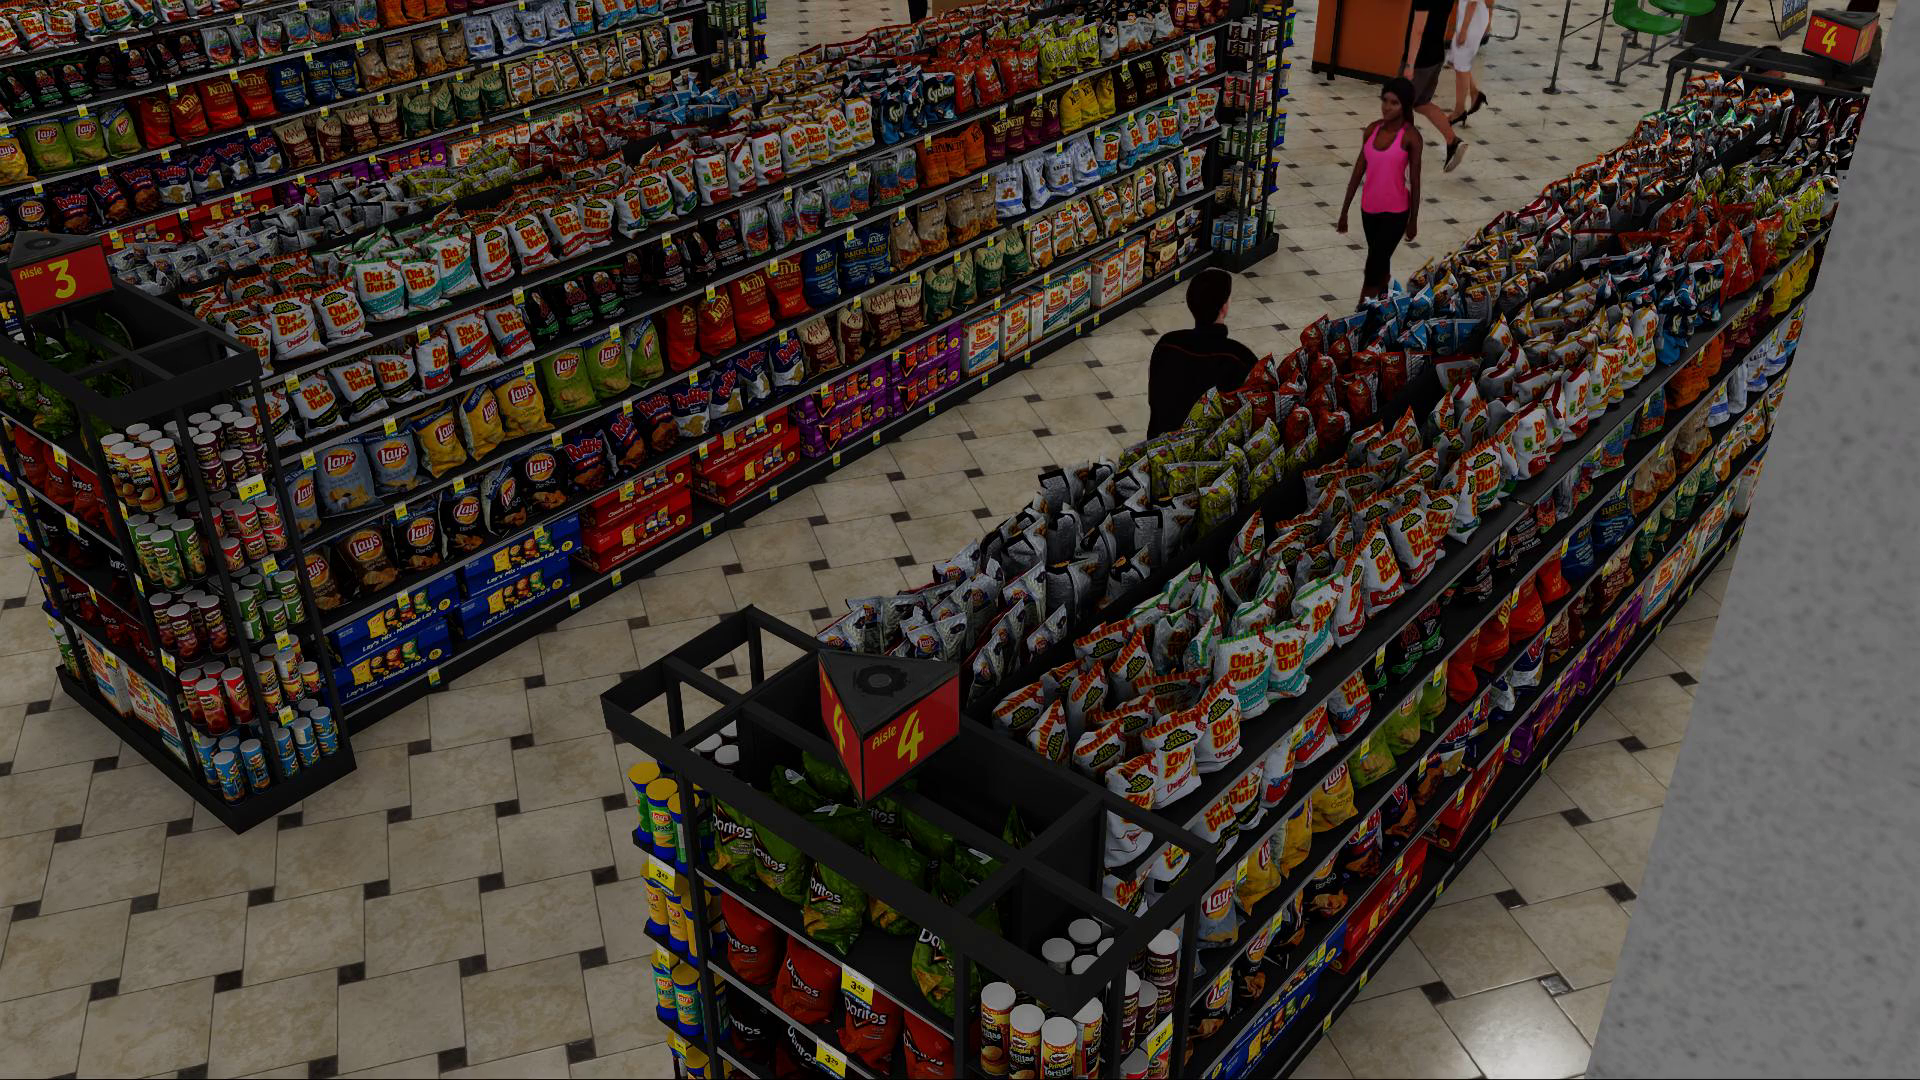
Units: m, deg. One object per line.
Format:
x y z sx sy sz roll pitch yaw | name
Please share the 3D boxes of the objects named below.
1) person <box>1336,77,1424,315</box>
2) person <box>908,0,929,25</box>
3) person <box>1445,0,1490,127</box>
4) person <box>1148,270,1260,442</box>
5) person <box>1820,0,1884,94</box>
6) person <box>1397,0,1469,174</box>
2.717 -2.063 10.454 1.027 1.695 0.666 -26 40 -36 | person
-0.469 -5.795 16.505 0.726 1.638 0.606 14 34 21 | person
4.411 -4.362 14.107 0.759 1.738 0.689 10 33 16 | person
1.039 -0.304 7.513 0.708 1.815 1.005 24 39 33 | person
7.011 -3.645 13.208 0.713 1.471 0.703 -13 34 -20 | person
3.698 -3.745 13.013 0.724 1.846 0.932 24 39 33 | person
